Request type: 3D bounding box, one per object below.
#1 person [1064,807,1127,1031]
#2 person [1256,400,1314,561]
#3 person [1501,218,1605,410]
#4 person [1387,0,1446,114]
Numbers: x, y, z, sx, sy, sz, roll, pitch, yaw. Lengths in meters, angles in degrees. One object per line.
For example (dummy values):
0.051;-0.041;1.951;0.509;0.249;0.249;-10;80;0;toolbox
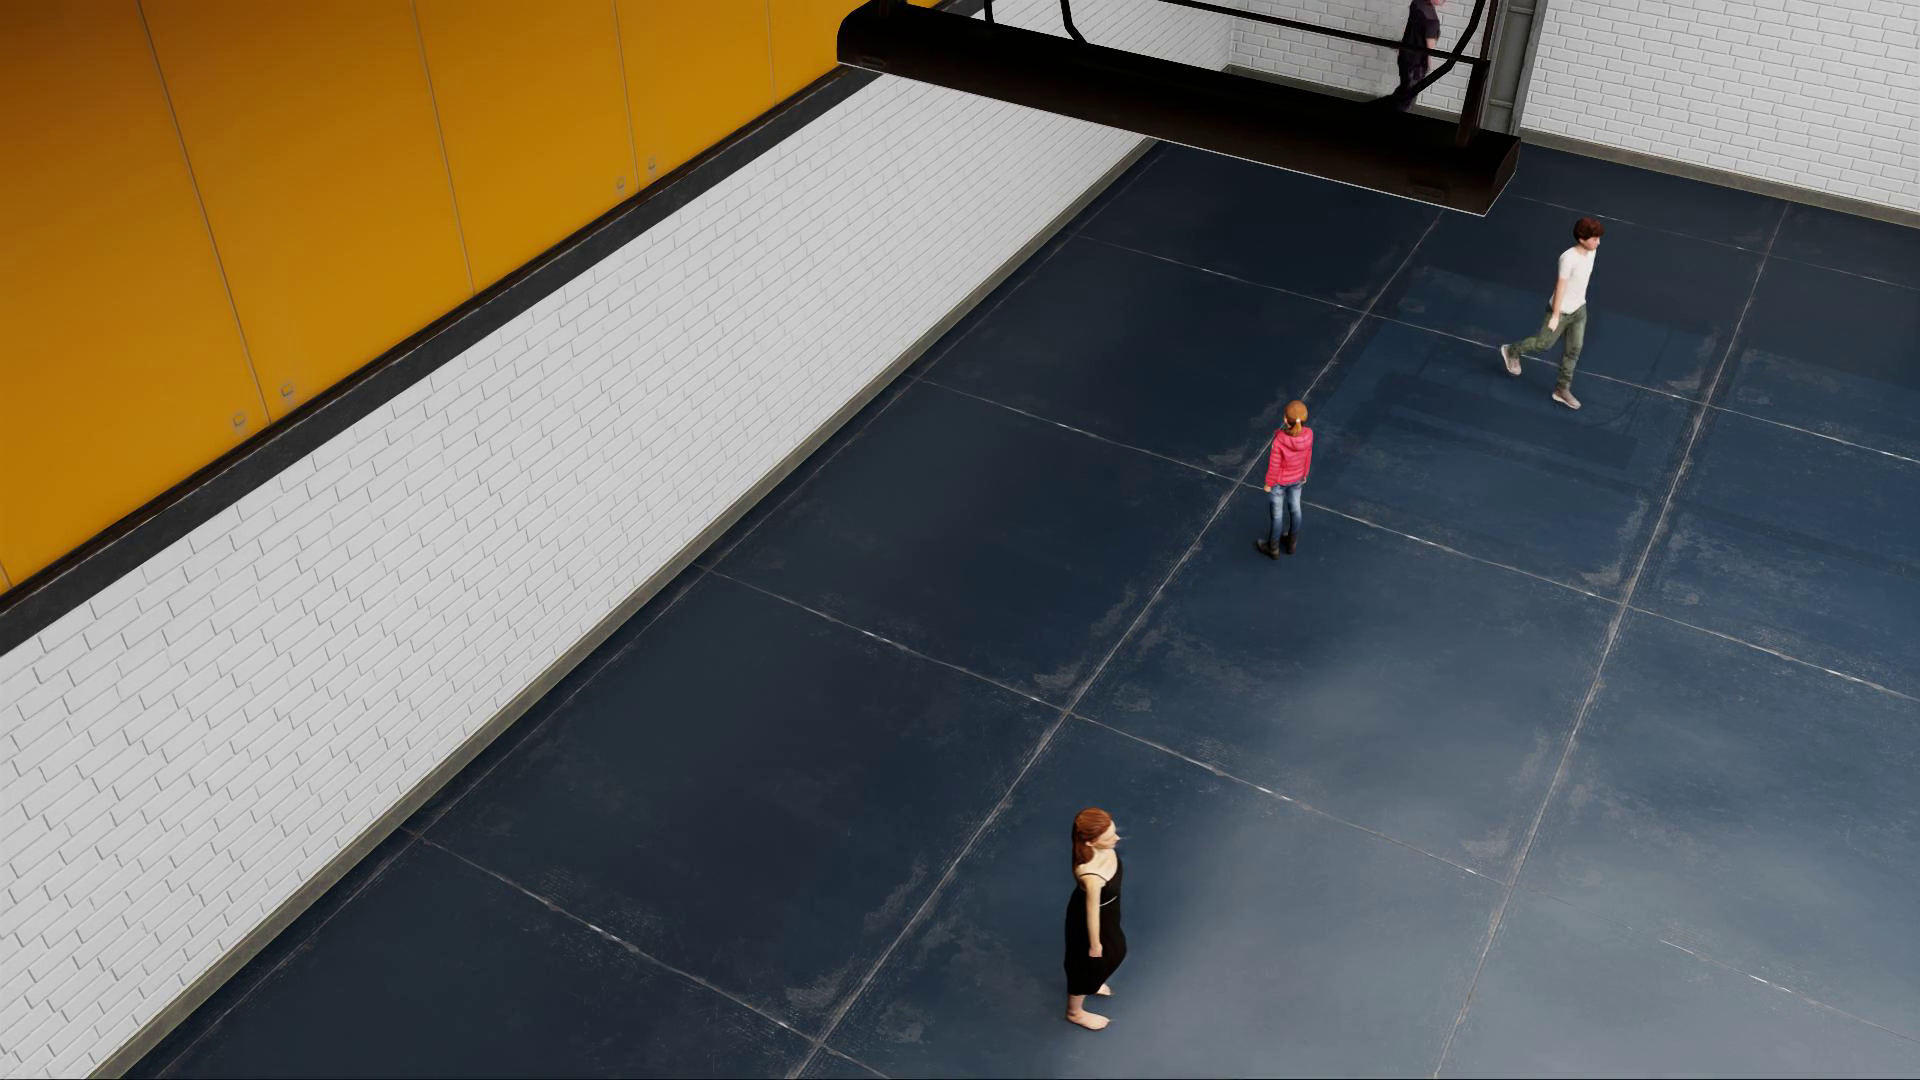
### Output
0.692;1.993;8.852;0.650;1.622;0.636;8;39;10;person
2.395;-0.442;12.146;0.589;1.317;0.634;-14;41;-17;person
4.936;-1.920;13.746;0.894;1.629;1.149;-22;44;-25;person
4.722;-5.026;17.488;0.888;1.813;0.897;-11;40;-14;person
